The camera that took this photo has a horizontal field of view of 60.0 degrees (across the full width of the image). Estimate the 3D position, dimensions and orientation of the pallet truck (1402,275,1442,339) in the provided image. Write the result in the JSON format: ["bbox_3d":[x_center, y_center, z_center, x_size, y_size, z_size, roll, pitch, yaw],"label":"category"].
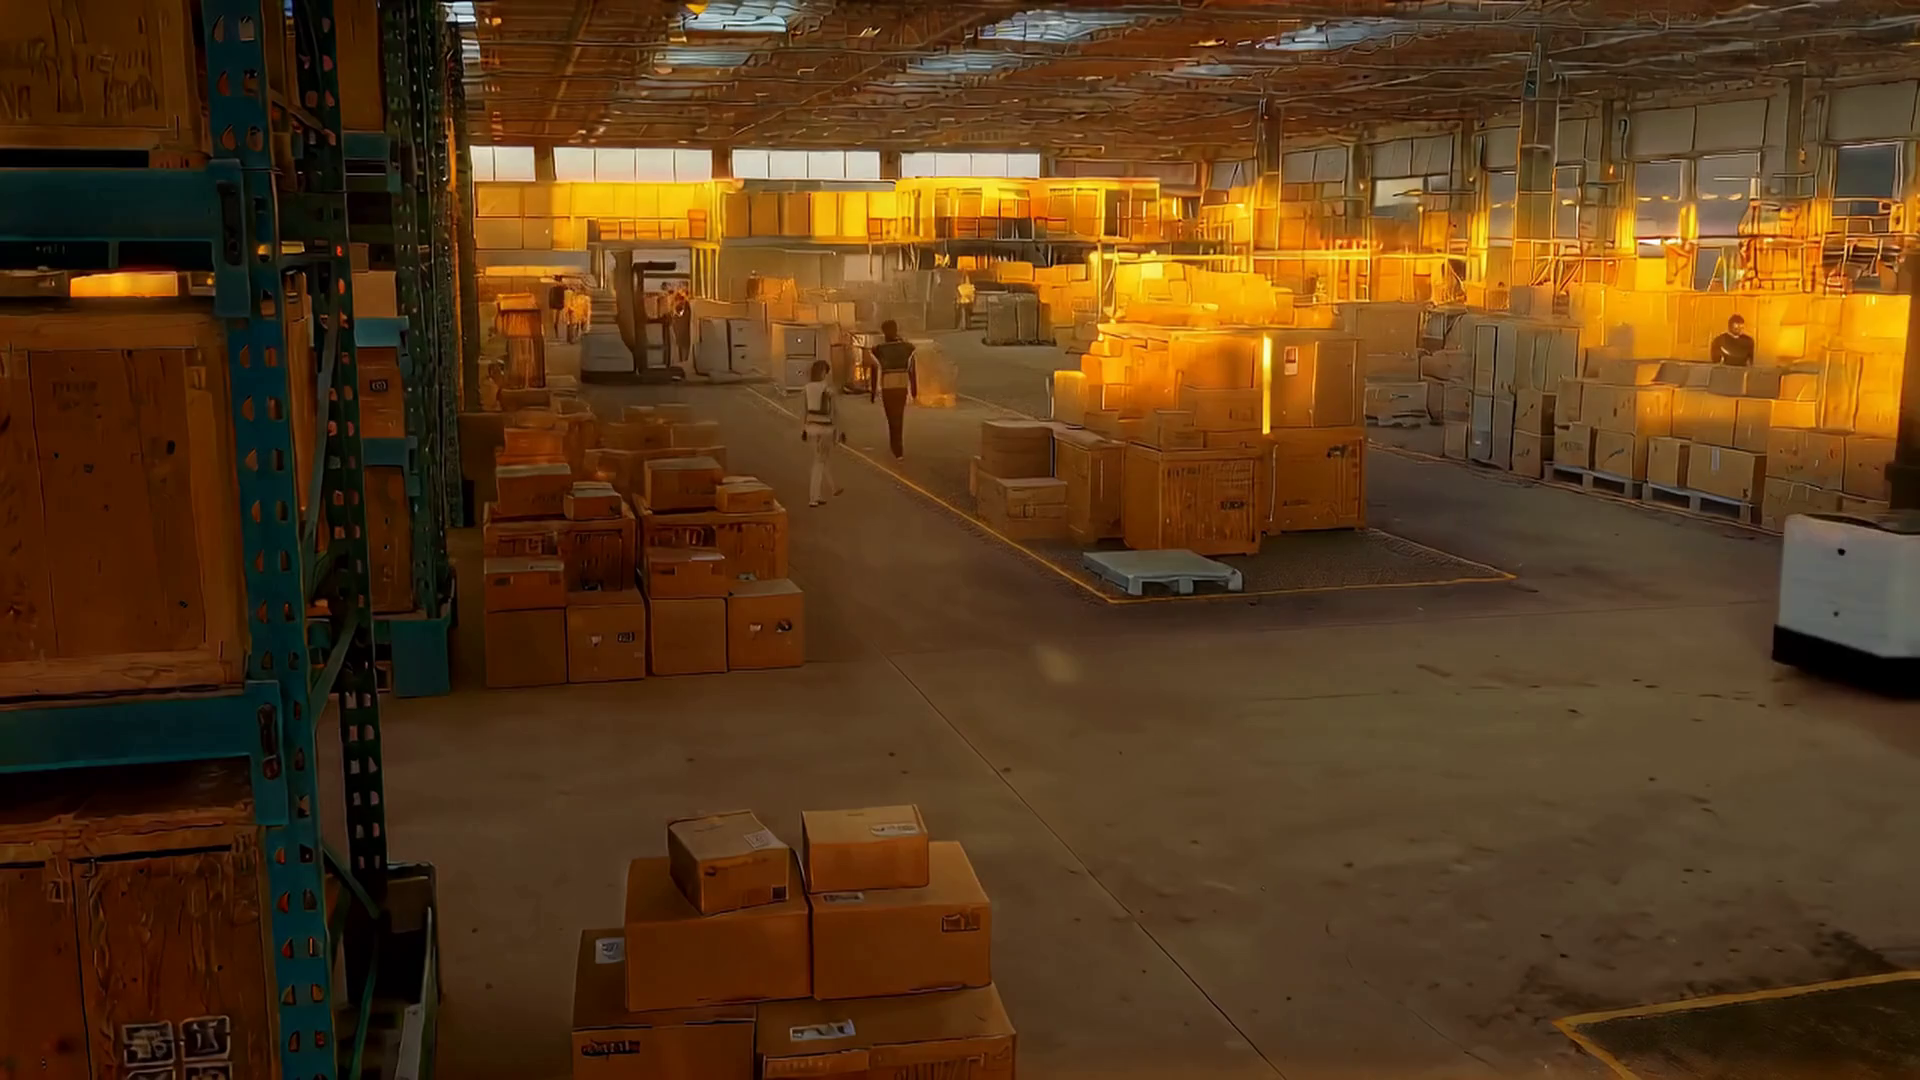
[{"bbox_3d":[14.620,-7.324,52.145,0.823,1.965,1.885,8,13,40],"label":"pallet truck"}]

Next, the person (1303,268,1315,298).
[{"bbox_3d":[16.963,-12.287,80.788,0.844,1.813,0.623,9,13,41],"label":"person"}]

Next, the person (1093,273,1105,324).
[{"bbox_3d":[5.197,-8.949,61.522,0.372,1.938,0.627,-10,14,-44],"label":"person"}]

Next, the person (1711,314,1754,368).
[{"bbox_3d":[11.052,-2.260,23.753,0.658,1.893,0.954,-1,10,-4],"label":"person"}]

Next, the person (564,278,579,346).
[{"bbox_3d":[-11.290,-6.626,48.319,0.371,1.962,0.606,0,10,1],"label":"person"}]

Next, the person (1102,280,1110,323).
[{"bbox_3d":[4.901,-7.926,56.276,0.321,1.742,0.492,4,11,20],"label":"person"}]

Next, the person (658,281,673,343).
[{"bbox_3d":[-8.801,-6.801,49.594,0.550,1.850,0.508,-7,12,-35],"label":"person"}]

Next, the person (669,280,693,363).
[{"bbox_3d":[-6.918,-5.378,41.005,0.537,2.000,0.678,5,11,25],"label":"person"}]

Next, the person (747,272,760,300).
[{"bbox_3d":[-7.903,-9.354,63.948,0.550,1.899,0.964,-5,11,-28],"label":"person"}]

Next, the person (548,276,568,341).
[{"bbox_3d":[-12.214,-7.047,50.674,0.659,1.961,0.584,0,10,1],"label":"person"}]

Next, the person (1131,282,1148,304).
[{"bbox_3d":[5.321,-6.730,49.252,0.525,1.843,0.853,1,10,5],"label":"person"}]

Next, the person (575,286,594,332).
[{"bbox_3d":[-11.506,-6.940,50.842,0.637,1.672,0.513,-3,10,-16],"label":"person"}]

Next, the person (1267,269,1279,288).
[{"bbox_3d":[12.579,-9.924,67.000,0.605,1.951,0.383,-6,12,-29],"label":"person"}]

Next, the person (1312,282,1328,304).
[{"bbox_3d":[11.973,-7.734,55.346,0.534,1.692,0.321,5,11,26],"label":"person"}]

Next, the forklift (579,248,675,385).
[{"bbox_3d":[-6.957,-4.648,34.494,1.873,2.768,1.129,-3,10,-15],"label":"forklift"}]

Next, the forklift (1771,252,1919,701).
[{"bbox_3d":[6.534,-0.476,10.870,1.873,2.768,1.129,-3,10,-15],"label":"forklift"}]

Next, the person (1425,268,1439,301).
[{"bbox_3d":[20.924,-11.075,73.637,0.628,1.899,0.645,1,10,8],"label":"person"}]

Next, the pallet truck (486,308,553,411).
[{"bbox_3d":[-6.242,-2.418,24.362,0.823,1.965,1.885,1,10,3],"label":"pallet truck"}]

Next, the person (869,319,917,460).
[{"bbox_3d":[-0.940,-2.044,22.577,0.605,1.873,0.861,-4,11,-23],"label":"person"}]

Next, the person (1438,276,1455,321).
[{"bbox_3d":[17.509,-8.593,59.864,0.883,1.813,0.619,10,14,44],"label":"person"}]

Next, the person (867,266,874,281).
[{"bbox_3d":[-4.490,-12.774,83.335,0.355,1.883,0.574,-5,11,-26],"label":"person"}]

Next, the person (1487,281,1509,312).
[{"bbox_3d":[15.475,-6.489,47.734,0.610,1.878,0.901,8,13,39],"label":"person"}]

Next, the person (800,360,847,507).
[{"bbox_3d":[-1.468,-1.193,18.525,0.532,1.607,0.784,8,13,37],"label":"person"}]

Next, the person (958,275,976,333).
[{"bbox_3d":[0.246,-7.859,55.396,0.593,1.920,0.391,1,10,7],"label":"person"}]

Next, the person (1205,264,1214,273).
[{"bbox_3d":[13.534,-14.001,90.128,0.618,1.928,1.025,-6,12,-32],"label":"person"}]
